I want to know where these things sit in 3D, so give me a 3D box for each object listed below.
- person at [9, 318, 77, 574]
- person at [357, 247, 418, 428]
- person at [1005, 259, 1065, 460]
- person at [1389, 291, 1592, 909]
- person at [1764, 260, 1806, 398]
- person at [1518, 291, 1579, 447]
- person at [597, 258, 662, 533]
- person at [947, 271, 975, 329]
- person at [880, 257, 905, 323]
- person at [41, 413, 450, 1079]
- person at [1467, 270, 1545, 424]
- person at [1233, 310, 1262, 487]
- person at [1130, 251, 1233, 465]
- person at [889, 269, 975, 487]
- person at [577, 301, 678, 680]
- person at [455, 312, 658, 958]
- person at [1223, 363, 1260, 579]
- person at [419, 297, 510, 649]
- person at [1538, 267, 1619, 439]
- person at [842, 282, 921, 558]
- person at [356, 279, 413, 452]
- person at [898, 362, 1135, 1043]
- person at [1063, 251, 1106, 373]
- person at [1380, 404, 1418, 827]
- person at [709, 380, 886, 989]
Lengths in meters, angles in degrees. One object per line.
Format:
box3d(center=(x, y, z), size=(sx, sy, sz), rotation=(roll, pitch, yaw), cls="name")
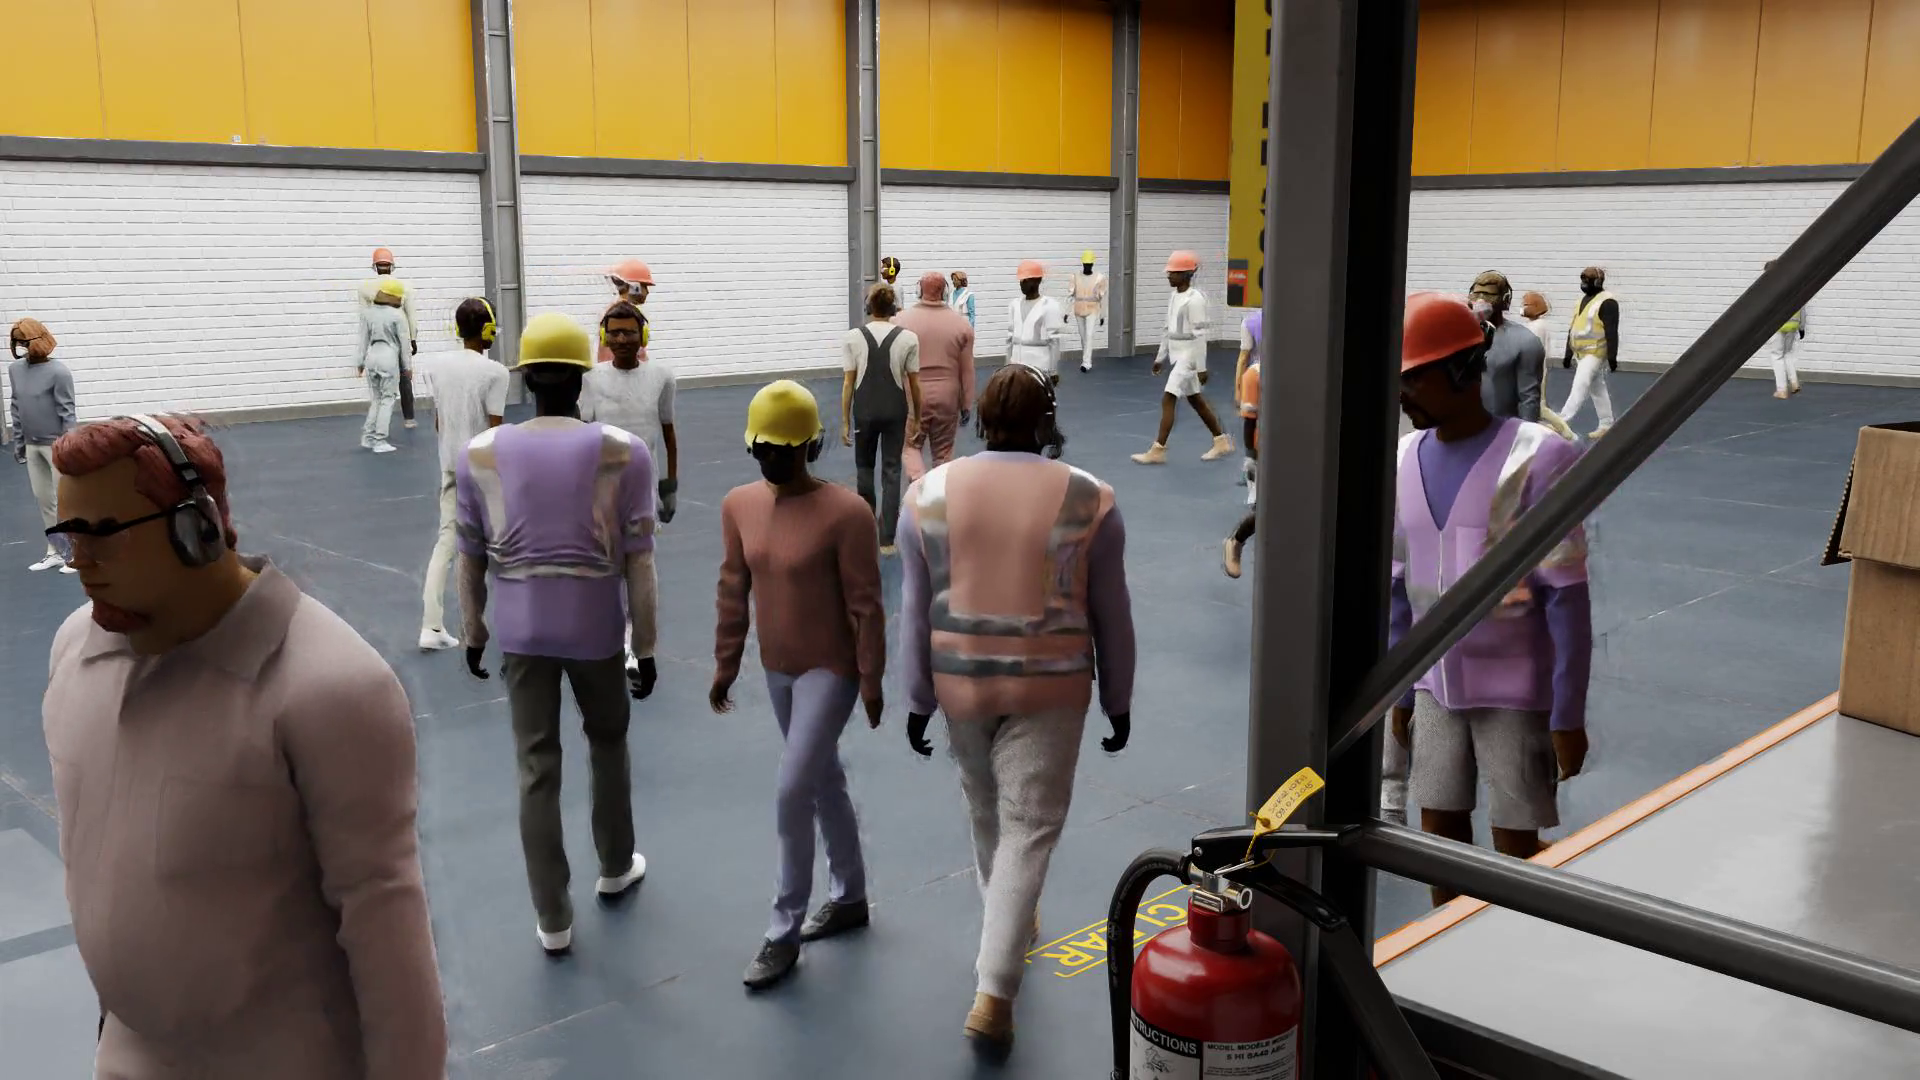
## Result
box3d(center=(-5.768, -0.588, 10.507), size=(0.492, 1.624, 0.310), rotation=(4, 11, 22), cls="person")
box3d(center=(-6.319, -2.228, 18.412), size=(0.612, 1.997, 0.376), rotation=(-4, 11, -19), cls="person")
box3d(center=(0.679, -1.605, 15.220), size=(0.551, 1.922, 0.515), rotation=(9, 14, 42), cls="person")
box3d(center=(1.395, 0.363, 4.299), size=(0.746, 1.994, 0.678), rotation=(-7, 13, -34), cls="person")
box3d(center=(10.765, -2.767, 21.880), size=(0.667, 1.813, 0.436), rotation=(-1, 10, -6), cls="person")
box3d(center=(5.599, -1.596, 16.061), size=(0.767, 1.606, 0.500), rotation=(1, 10, 6), cls="person")
box3d(center=(-2.394, -1.005, 11.805), size=(0.545, 1.972, 0.631), rotation=(-4, 11, -22), cls="person")
box3d(center=(0.004, -2.911, 23.106), size=(0.515, 1.641, 0.315), rotation=(10, 14, 44), cls="person")
box3d(center=(-0.828, -2.478, 20.151), size=(0.328, 1.862, 0.520), rotation=(-2, 11, -11), cls="person")
box3d(center=(-1.073, 0.739, 2.531), size=(0.732, 1.884, 0.457), rotation=(4, 11, 21), cls="person")
box3d(center=(2.923, -0.534, 9.334), size=(0.629, 1.940, 0.372), rotation=(8, 13, 39), cls="person")
box3d(center=(2.559, -1.270, 13.716), size=(0.580, 1.805, 0.920), rotation=(-5, 12, -25), cls="person")
box3d(center=(2.133, -1.698, 15.560), size=(1.036, 2.000, 0.615), rotation=(-2, 10, -8), cls="person")
box3d(center=(-0.210, -1.016, 12.094), size=(0.659, 1.886, 0.544), rotation=(-1, 10, -8), cls="person")
box3d(center=(-1.649, -0.249, 8.155), size=(0.534, 1.808, 1.004), rotation=(-1, 10, -5), cls="person")
box3d(center=(-1.228, 0.260, 5.115), size=(0.615, 1.890, 0.809), rotation=(-1, 10, -6), cls="person")
box3d(center=(1.854, -0.504, 9.845), size=(0.546, 1.684, 0.546), rotation=(-5, 12, -27), cls="person")
box3d(center=(-2.572, -0.356, 8.725), size=(0.520, 1.819, 0.973), rotation=(3, 11, 14), cls="person")
box3d(center=(6.483, -1.932, 17.337), size=(0.963, 1.794, 0.655), rotation=(-1, 10, -8), cls="person")
box3d(center=(-0.522, -0.814, 11.188), size=(0.522, 1.819, 0.730), rotation=(0, 10, -1), cls="person")
box3d(center=(-5.679, -1.723, 16.451), size=(0.500, 1.703, 0.497), rotation=(4, 11, 23), cls="person")
box3d(center=(0.147, 0.415, 4.555), size=(0.630, 1.798, 0.950), rotation=(3, 11, 15), cls="person")
box3d(center=(1.960, -3.563, 26.019), size=(0.611, 1.872, 0.981), rotation=(4, 11, 19), cls="person")
box3d(center=(1.411, 0.148, 5.785), size=(0.603, 1.880, 0.398), rotation=(3, 11, 14), cls="person")
box3d(center=(-0.497, 0.398, 4.811), size=(0.539, 1.724, 0.716), rotation=(9, 14, 40), cls="person")
